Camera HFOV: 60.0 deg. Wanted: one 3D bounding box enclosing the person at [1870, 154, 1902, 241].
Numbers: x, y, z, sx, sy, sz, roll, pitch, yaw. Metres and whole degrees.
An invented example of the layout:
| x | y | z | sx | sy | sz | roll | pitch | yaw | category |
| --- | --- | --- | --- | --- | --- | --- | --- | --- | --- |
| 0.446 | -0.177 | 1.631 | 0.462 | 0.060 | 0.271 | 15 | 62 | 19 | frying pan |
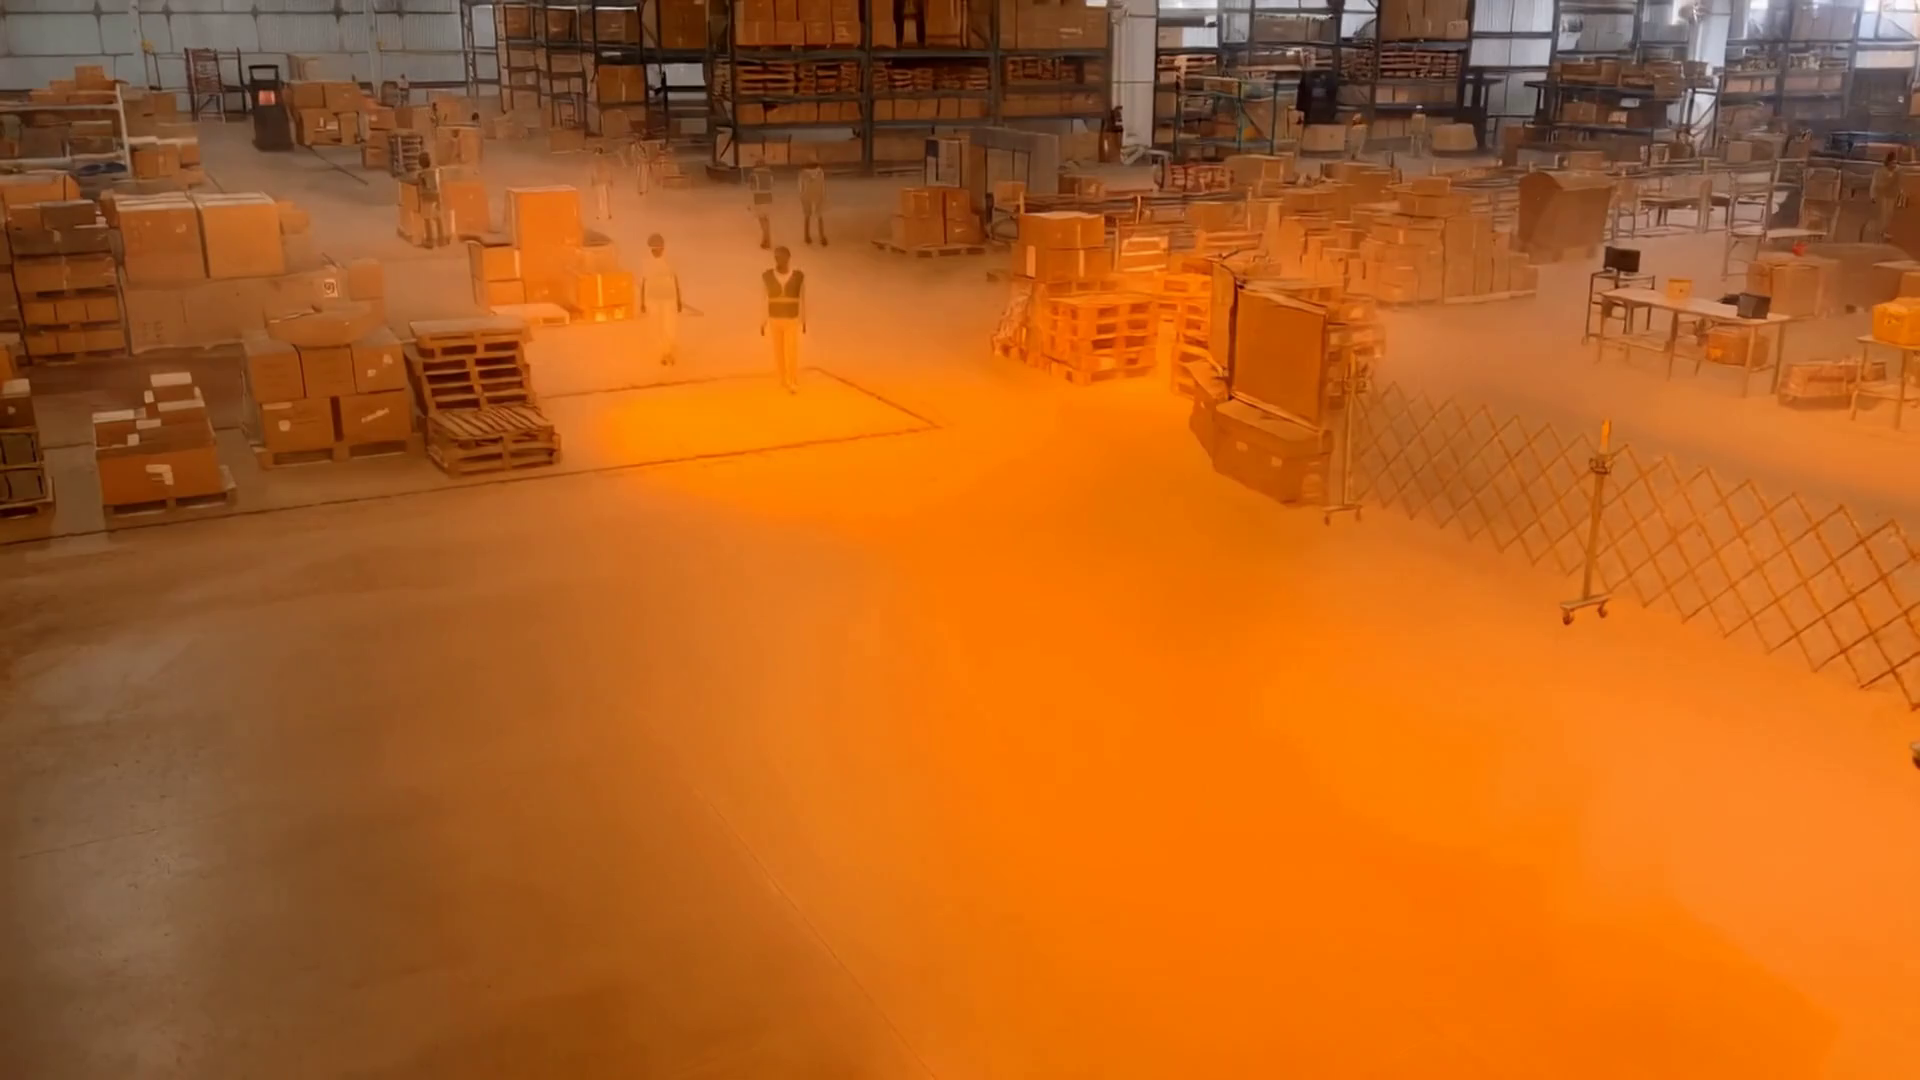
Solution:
| x | y | z | sx | sy | sz | roll | pitch | yaw | category |
| --- | --- | --- | --- | --- | --- | --- | --- | --- | --- |
| 19.546 | -7.222 | 35.083 | 0.626 | 1.796 | 0.836 | 2 | 18 | 7 | person |

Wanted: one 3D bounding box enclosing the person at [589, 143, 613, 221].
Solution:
| x | y | z | sx | sy | sz | roll | pitch | yaw | category |
| --- | --- | --- | --- | --- | --- | --- | --- | --- | --- |
| -8.275 | -8.259 | 38.379 | 0.529 | 1.768 | 0.312 | -7 | 19 | -22 | person |

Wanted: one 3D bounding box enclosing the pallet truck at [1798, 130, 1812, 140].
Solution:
| x | y | z | sx | sy | sz | roll | pitch | yaw | category |
| --- | --- | --- | --- | --- | --- | --- | --- | --- | --- |
| 25.526 | -11.556 | 49.408 | 1.630 | 1.274 | 0.653 | -9 | 20 | -26 | pallet truck |

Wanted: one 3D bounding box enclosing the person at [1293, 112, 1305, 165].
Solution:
| x | y | z | sx | sy | sz | roll | pitch | yaw | category |
| --- | --- | --- | --- | --- | --- | --- | --- | --- | --- |
| 10.611 | -12.559 | 51.998 | 0.285 | 1.633 | 0.498 | 16 | 24 | 40 | person |

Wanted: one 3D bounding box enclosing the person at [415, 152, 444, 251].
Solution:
| x | y | z | sx | sy | sz | roll | pitch | yaw | category |
| --- | --- | --- | --- | --- | --- | --- | --- | --- | --- |
| -10.755 | -6.865 | 33.708 | 0.367 | 1.967 | 0.607 | 13 | 22 | 34 | person |

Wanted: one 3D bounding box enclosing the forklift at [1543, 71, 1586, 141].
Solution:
| x | y | z | sx | sy | sz | roll | pitch | yaw | category |
| --- | --- | --- | --- | --- | --- | --- | --- | --- | --- |
| 18.685 | -13.231 | 52.085 | 1.873 | 2.768 | 1.129 | -9 | 20 | -26 | forklift |

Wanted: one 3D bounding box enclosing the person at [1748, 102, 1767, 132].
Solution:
| x | y | z | sx | sy | sz | roll | pitch | yaw | category |
| --- | --- | --- | --- | --- | --- | --- | --- | --- | --- |
| 26.701 | -13.779 | 55.689 | 0.970 | 1.699 | 0.527 | -8 | 19 | -23 | person |

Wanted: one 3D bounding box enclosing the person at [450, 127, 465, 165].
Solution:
| x | y | z | sx | sy | sz | roll | pitch | yaw | category |
| --- | --- | --- | --- | --- | --- | --- | --- | --- | --- |
| -13.748 | -10.437 | 45.406 | 0.443 | 1.626 | 0.516 | 6 | 19 | 17 | person |

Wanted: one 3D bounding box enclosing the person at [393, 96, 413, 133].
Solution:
| x | y | z | sx | sy | sz | roll | pitch | yaw | category |
| --- | --- | --- | --- | --- | --- | --- | --- | --- | --- |
| -18.431 | -13.721 | 55.135 | 0.652 | 1.954 | 0.517 | 0 | 18 | -1 | person |

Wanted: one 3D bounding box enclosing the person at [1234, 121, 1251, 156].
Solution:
| x | y | z | sx | sy | sz | roll | pitch | yaw | category |
| --- | --- | --- | --- | --- | --- | --- | --- | --- | --- |
| 8.090 | -11.177 | 47.712 | 0.395 | 1.618 | 0.498 | -13 | 22 | -36 | person |

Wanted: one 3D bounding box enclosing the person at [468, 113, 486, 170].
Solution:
| x | y | z | sx | sy | sz | roll | pitch | yaw | category |
| --- | --- | --- | --- | --- | --- | --- | --- | --- | --- |
| -14.737 | -12.154 | 50.676 | 0.538 | 1.674 | 0.727 | -14 | 22 | -37 | person |

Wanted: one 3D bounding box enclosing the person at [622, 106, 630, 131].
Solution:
| x | y | z | sx | sy | sz | roll | pitch | yaw | category |
| --- | --- | --- | --- | --- | --- | --- | --- | --- | --- |
| -12.631 | -15.794 | 61.826 | 0.944 | 1.801 | 0.639 | -7 | 19 | -22 | person |

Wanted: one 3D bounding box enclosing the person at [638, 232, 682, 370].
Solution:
| x | y | z | sx | sy | sz | roll | pitch | yaw | category |
| --- | --- | --- | --- | --- | --- | --- | --- | --- | --- |
| -4.092 | -3.243 | 22.601 | 0.544 | 1.845 | 0.673 | 0 | 18 | 1 | person |

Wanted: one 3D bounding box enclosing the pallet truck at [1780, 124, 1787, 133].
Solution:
| x | y | z | sx | sy | sz | roll | pitch | yaw | category |
| --- | --- | --- | --- | --- | --- | --- | --- | --- | --- |
| 25.206 | -12.542 | 52.601 | 1.601 | 1.201 | 0.680 | 0 | 18 | -2 | pallet truck |

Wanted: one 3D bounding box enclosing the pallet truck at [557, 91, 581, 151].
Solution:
| x | y | z | sx | sy | sz | roll | pitch | yaw | category |
| --- | --- | --- | --- | --- | --- | --- | --- | --- | --- |
| -13.495 | -14.412 | 57.188 | 0.823 | 1.965 | 1.885 | -3 | 18 | -9 | pallet truck |

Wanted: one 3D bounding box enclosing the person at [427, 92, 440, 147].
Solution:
| x | y | z | sx | sy | sz | roll | pitch | yaw | category |
| --- | --- | --- | --- | --- | --- | --- | --- | --- | --- |
| -18.541 | -14.826 | 58.621 | 0.393 | 1.912 | 0.589 | -13 | 22 | -35 | person |

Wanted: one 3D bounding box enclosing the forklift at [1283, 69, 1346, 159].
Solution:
| x | y | z | sx | sy | sz | roll | pitch | yaw | category |
| --- | --- | --- | --- | --- | --- | --- | --- | --- | --- |
| 11.615 | -13.871 | 54.079 | 1.129 | 2.768 | 1.873 | -9 | 20 | -27 | forklift |

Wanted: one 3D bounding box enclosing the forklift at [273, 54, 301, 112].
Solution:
| x | y | z | sx | sy | sz | roll | pitch | yaw | category |
| --- | --- | --- | --- | --- | --- | --- | --- | --- | --- |
| -28.193 | -19.170 | 70.598 | 1.873 | 2.768 | 1.129 | -9 | 20 | -26 | forklift |

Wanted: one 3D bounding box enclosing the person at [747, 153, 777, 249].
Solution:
| x | y | z | sx | sy | sz | roll | pitch | yaw | category |
| --- | --- | --- | --- | --- | --- | --- | --- | --- | --- |
| -4.075 | -6.920 | 33.959 | 0.568 | 1.911 | 0.710 | -11 | 21 | -30 | person |

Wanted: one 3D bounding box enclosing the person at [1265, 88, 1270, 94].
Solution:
| x | y | z | sx | sy | sz | roll | pitch | yaw | category |
| --- | --- | --- | --- | --- | --- | --- | --- | --- | --- |
| 12.133 | -17.002 | 65.746 | 0.529 | 1.697 | 0.321 | -14 | 23 | -37 | person |

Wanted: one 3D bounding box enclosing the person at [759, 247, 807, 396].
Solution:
| x | y | z | sx | sy | sz | roll | pitch | yaw | category |
| --- | --- | --- | --- | --- | --- | --- | --- | --- | --- |
| -2.252 | -2.810 | 21.245 | 0.600 | 1.867 | 1.039 | -1 | 18 | -4 | person |

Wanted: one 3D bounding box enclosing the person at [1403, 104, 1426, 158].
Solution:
| x | y | z | sx | sy | sz | roll | pitch | yaw | category |
| --- | --- | --- | --- | --- | --- | --- | --- | --- | --- |
| 14.952 | -13.354 | 54.346 | 0.902 | 1.724 | 0.536 | -11 | 21 | -30 | person |

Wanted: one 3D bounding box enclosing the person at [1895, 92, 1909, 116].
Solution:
| x | y | z | sx | sy | sz | roll | pitch | yaw | category |
| --- | --- | --- | --- | --- | --- | --- | --- | --- | --- |
| 32.149 | -14.319 | 56.902 | 0.622 | 1.992 | 0.396 | -13 | 22 | -35 | person |

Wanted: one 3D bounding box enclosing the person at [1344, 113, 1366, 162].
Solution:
| x | y | z | sx | sy | sz | roll | pitch | yaw | category |
| --- | --- | --- | --- | --- | --- | --- | --- | --- | --- |
| 11.250 | -11.186 | 47.326 | 1.012 | 1.886 | 0.552 | -9 | 20 | -27 | person |

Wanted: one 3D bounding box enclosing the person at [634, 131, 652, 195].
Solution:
| x | y | z | sx | sy | sz | roll | pitch | yaw | category |
| --- | --- | --- | --- | --- | --- | --- | --- | --- | --- |
| -8.337 | -9.887 | 43.660 | 0.308 | 1.639 | 0.510 | 9 | 20 | 26 | person |

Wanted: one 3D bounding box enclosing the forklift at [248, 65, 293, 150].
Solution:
| x | y | z | sx | sy | sz | roll | pitch | yaw | category |
| --- | --- | --- | --- | --- | --- | --- | --- | --- | --- |
| -23.973 | -14.996 | 57.585 | 1.129 | 2.768 | 1.873 | -9 | 20 | -27 | forklift |

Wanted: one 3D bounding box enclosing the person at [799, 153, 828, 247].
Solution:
| x | y | z | sx | sy | sz | roll | pitch | yaw | category |
| --- | --- | --- | --- | --- | --- | --- | --- | --- | --- |
| -3.029 | -7.017 | 34.316 | 0.576 | 1.877 | 1.015 | -7 | 19 | -21 | person |

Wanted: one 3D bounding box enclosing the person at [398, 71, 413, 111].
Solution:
| x | y | z | sx | sy | sz | roll | pitch | yaw | category |
| --- | --- | --- | --- | --- | --- | --- | --- | --- | --- |
| -25.743 | -20.775 | 77.203 | 0.564 | 1.883 | 0.985 | -1 | 18 | -3 | person |

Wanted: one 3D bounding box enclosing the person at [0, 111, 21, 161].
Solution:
| x | y | z | sx | sy | sz | roll | pitch | yaw | category |
| --- | --- | --- | --- | --- | --- | --- | --- | --- | --- |
| -28.661 | -12.124 | 50.190 | 0.768 | 1.916 | 0.636 | 15 | 23 | 39 | person |

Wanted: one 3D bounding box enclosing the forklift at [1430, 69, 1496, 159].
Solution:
| x | y | z | sx | sy | sz | roll | pitch | yaw | category |
| --- | --- | --- | --- | --- | --- | --- | --- | --- | --- |
| 16.441 | -13.870 | 54.075 | 1.873 | 2.768 | 1.129 | -9 | 20 | -26 | forklift |
